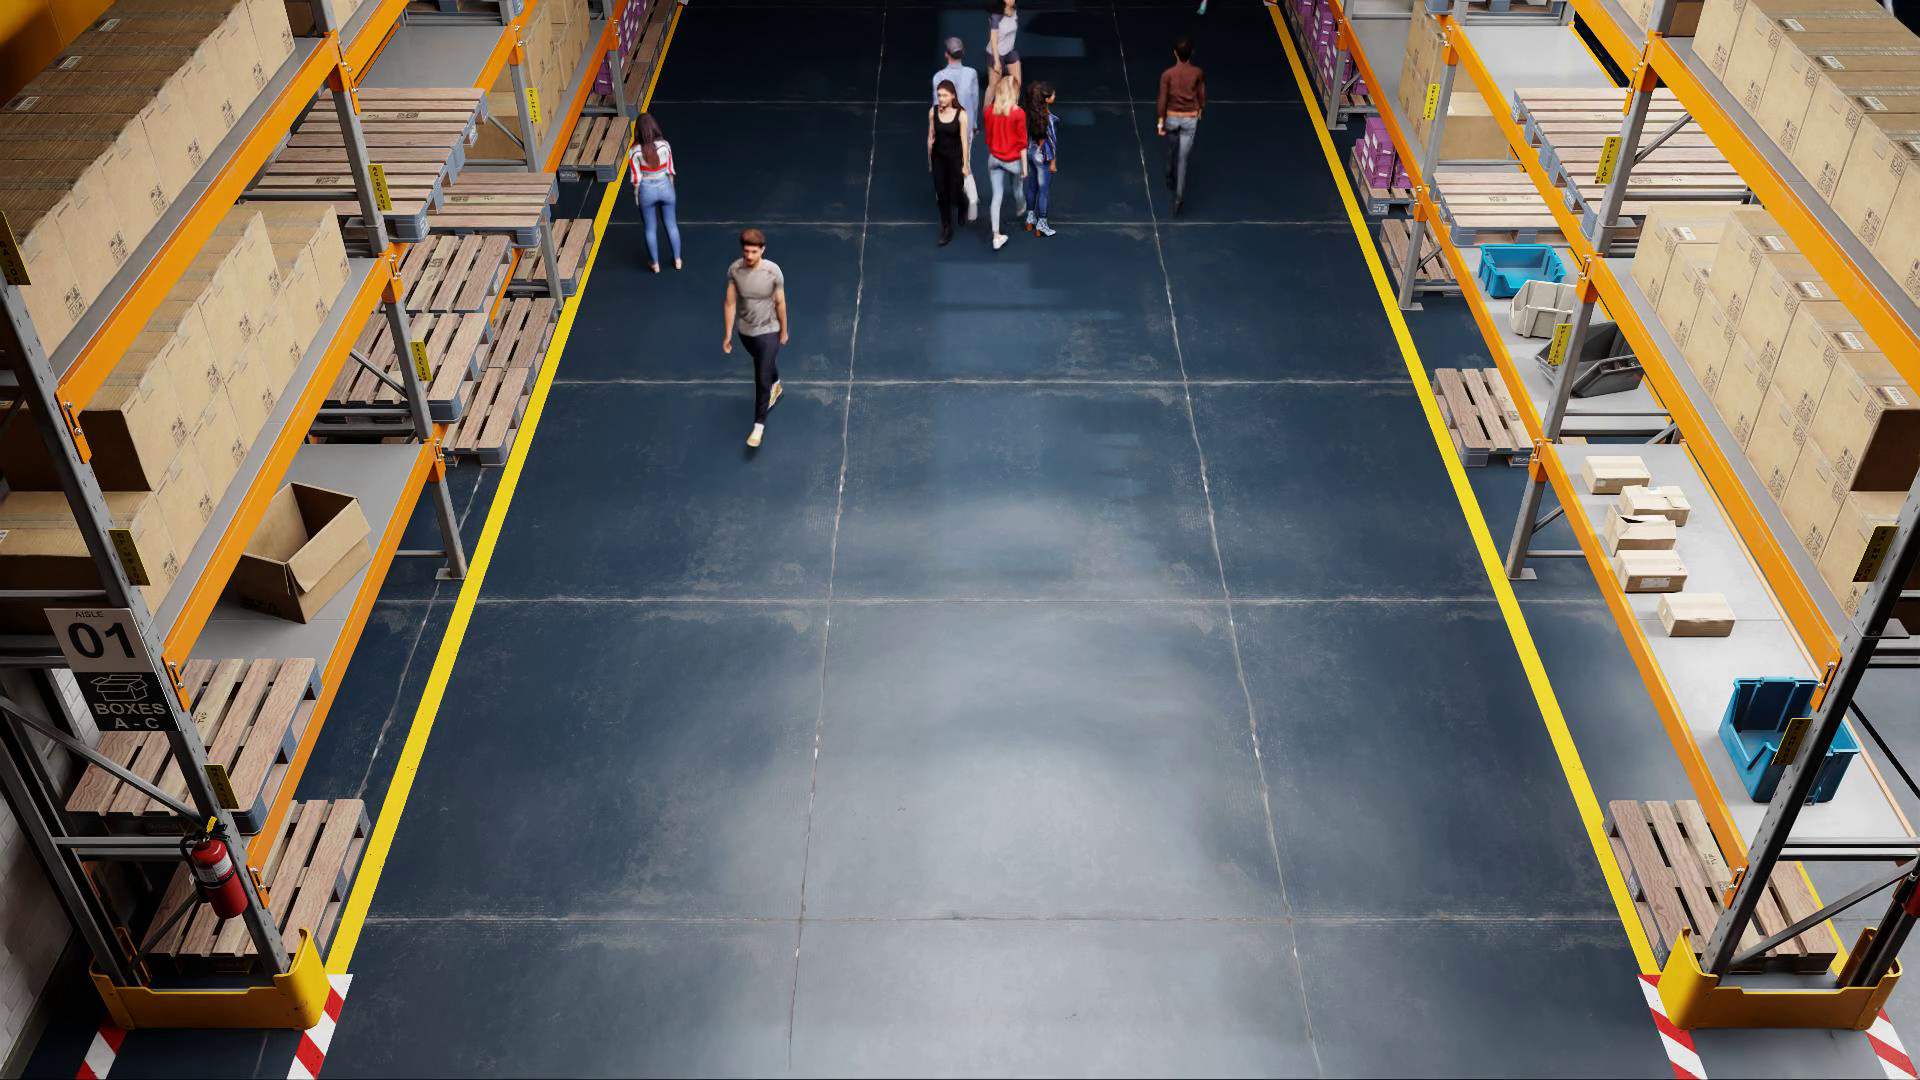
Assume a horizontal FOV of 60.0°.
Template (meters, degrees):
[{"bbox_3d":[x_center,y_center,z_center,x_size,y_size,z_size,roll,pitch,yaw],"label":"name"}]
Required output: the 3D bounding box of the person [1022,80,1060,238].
[{"bbox_3d":[0.805,-3.814,16.601,0.748,1.615,0.638,-19,42,-22],"label":"person"}]

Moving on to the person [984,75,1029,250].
[{"bbox_3d":[0.410,-3.671,16.396,0.916,1.648,1.217,16,41,19],"label":"person"}]

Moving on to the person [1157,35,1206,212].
[{"bbox_3d":[2.270,-4.211,17.008,0.742,1.729,1.203,4,39,5],"label":"person"}]

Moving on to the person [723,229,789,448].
[{"bbox_3d":[-1.660,-1.793,13.902,0.863,1.827,1.290,9,40,11],"label":"person"}]

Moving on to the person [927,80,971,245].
[{"bbox_3d":[-0.076,-3.780,16.505,0.776,1.682,0.891,16,41,19],"label":"person"}]

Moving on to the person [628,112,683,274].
[{"bbox_3d":[-2.935,-3.348,16.021,0.656,1.612,0.627,-14,41,-16],"label":"person"}]

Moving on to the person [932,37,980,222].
[{"bbox_3d":[-0.029,-4.118,16.780,0.851,1.866,1.110,-12,40,-14],"label":"person"}]

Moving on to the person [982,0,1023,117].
[{"bbox_3d":[0.433,-5.467,18.629,0.911,1.667,0.854,25,45,28],"label":"person"}]
